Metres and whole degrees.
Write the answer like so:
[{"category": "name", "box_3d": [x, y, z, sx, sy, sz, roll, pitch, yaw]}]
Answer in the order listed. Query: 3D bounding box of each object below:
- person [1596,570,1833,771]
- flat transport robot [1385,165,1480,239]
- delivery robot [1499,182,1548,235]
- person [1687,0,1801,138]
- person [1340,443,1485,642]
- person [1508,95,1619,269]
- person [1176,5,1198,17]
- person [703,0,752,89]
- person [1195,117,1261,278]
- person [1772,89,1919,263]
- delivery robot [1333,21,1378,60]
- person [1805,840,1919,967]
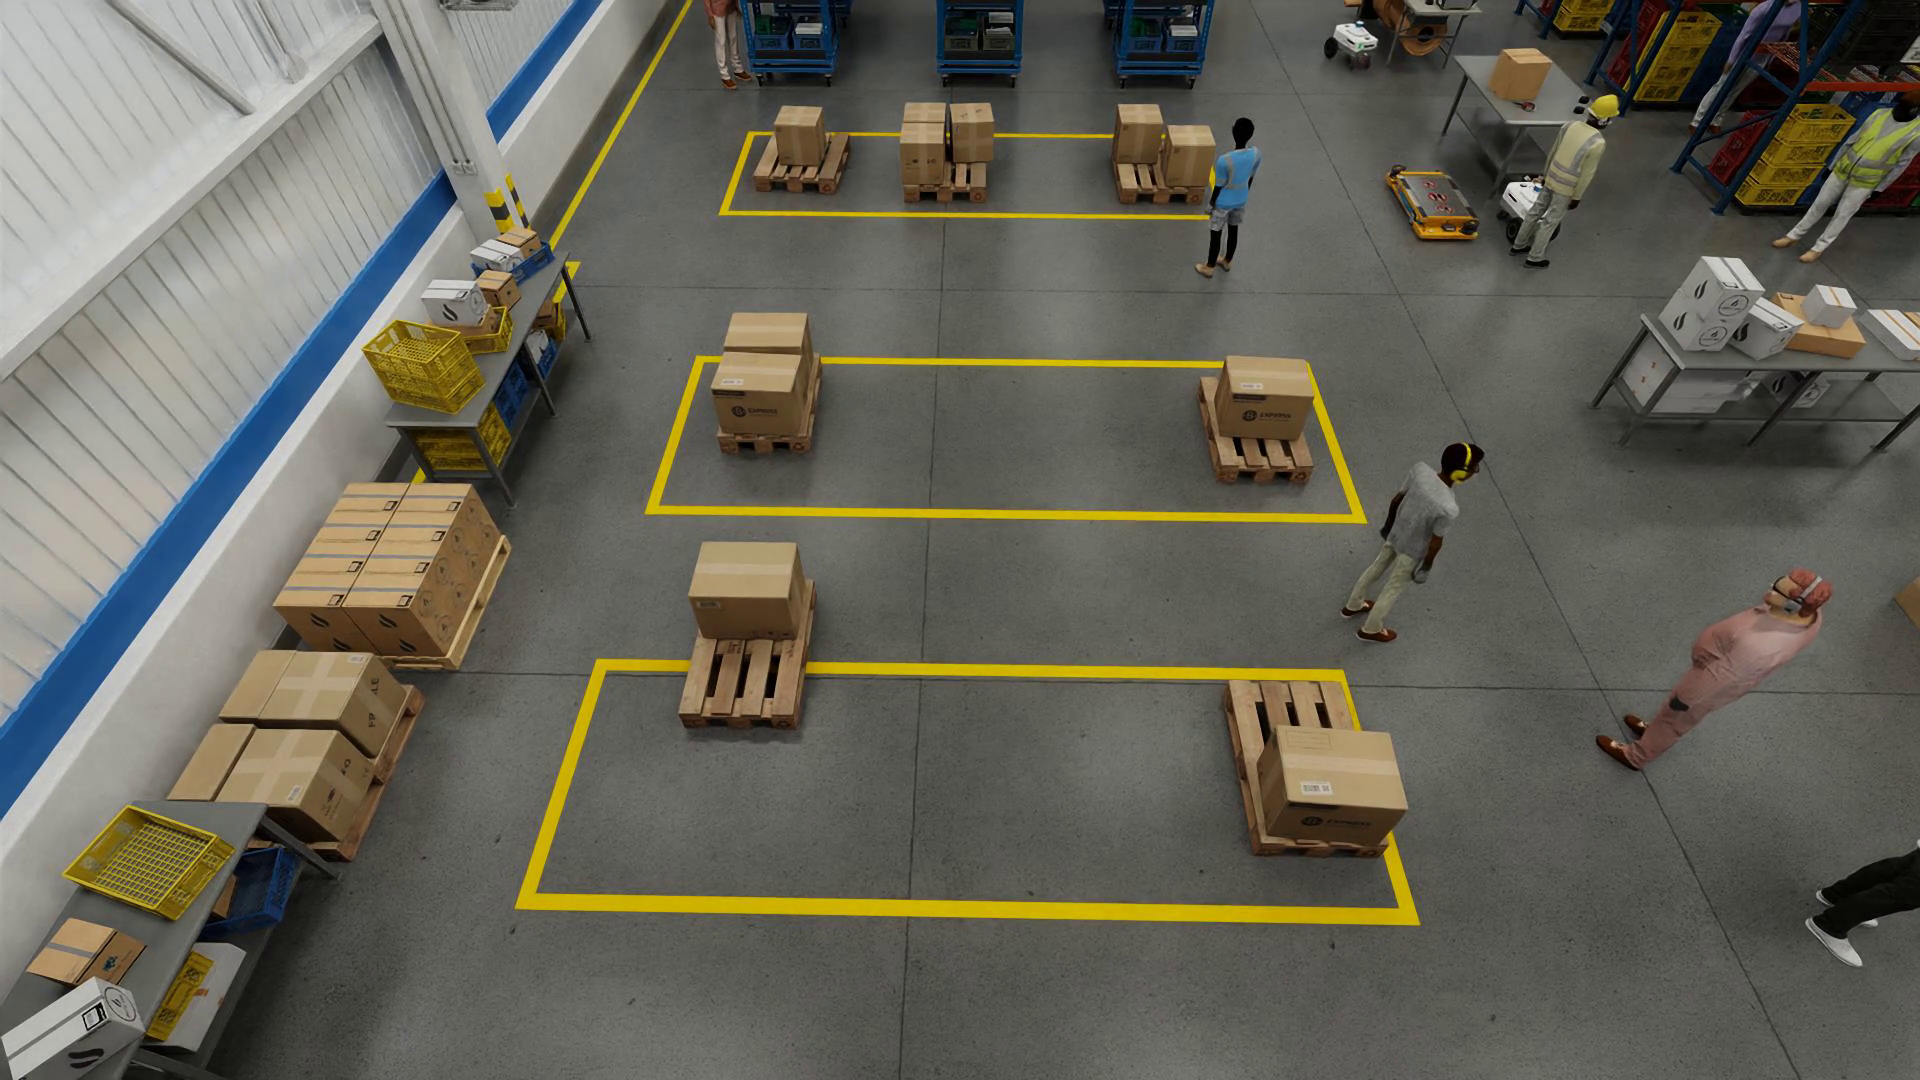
[{"category": "person", "box_3d": [4.701, 0.839, 5.724, 0.646, 1.901, 0.401, -25, 54, -20]}, {"category": "flat transport robot", "box_3d": [5.692, -4.094, 11.059, 0.652, 0.197, 1.431, 1, 49, 1]}, {"category": "delivery robot", "box_3d": [6.618, -3.890, 10.636, 0.477, 0.478, 0.707, -3, 49, -3]}, {"category": "person", "box_3d": [10.142, -6.167, 11.758, 0.628, 1.940, 0.377, -1, 49, -1]}, {"category": "person", "box_3d": [3.154, 0.028, 6.446, 0.313, 1.863, 0.528, -10, 50, -8]}, {"category": "person", "box_3d": [6.459, -3.809, 9.785, 0.403, 1.835, 0.586, -9, 50, -8]}, {"category": "person", "box_3d": [3.771, -9.303, 14.670, 0.318, 1.639, 0.520, -30, 55, -23]}, {"category": "person", "box_3d": [-3.310, -7.418, 12.805, 0.376, 1.995, 0.612, 28, 55, 22]}, {"category": "person", "box_3d": [2.836, -3.588, 9.681, 0.537, 1.698, 0.320, -20, 52, -17]}, {"category": "person", "box_3d": [9.645, -3.908, 9.868, 0.429, 1.840, 0.633, -16, 51, -14]}, {"category": "delivery robot", "box_3d": [5.940, -7.523, 13.777, 0.477, 0.478, 0.707, -14, 50, -11]}, {"category": "person", "box_3d": [5.380, 1.727, 4.938, 0.593, 1.919, 0.388, -34, 57, -26]}]
